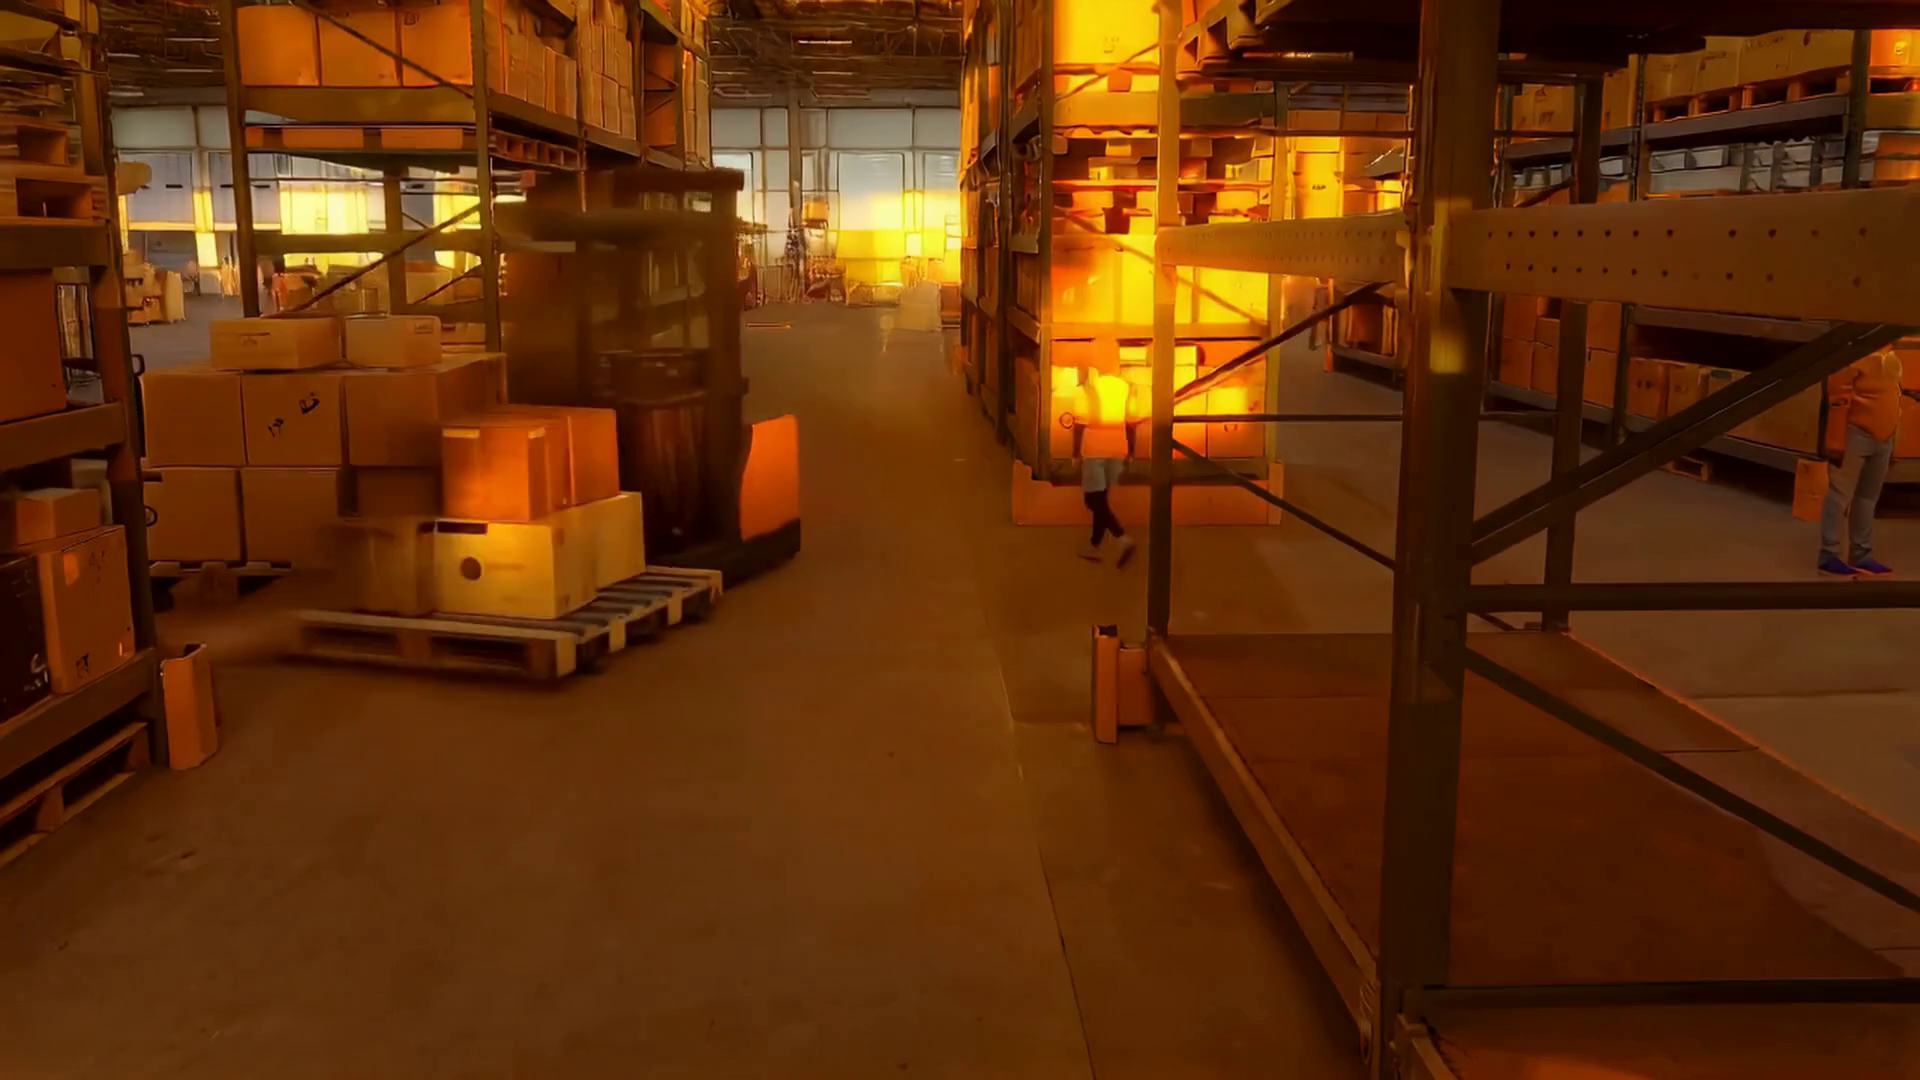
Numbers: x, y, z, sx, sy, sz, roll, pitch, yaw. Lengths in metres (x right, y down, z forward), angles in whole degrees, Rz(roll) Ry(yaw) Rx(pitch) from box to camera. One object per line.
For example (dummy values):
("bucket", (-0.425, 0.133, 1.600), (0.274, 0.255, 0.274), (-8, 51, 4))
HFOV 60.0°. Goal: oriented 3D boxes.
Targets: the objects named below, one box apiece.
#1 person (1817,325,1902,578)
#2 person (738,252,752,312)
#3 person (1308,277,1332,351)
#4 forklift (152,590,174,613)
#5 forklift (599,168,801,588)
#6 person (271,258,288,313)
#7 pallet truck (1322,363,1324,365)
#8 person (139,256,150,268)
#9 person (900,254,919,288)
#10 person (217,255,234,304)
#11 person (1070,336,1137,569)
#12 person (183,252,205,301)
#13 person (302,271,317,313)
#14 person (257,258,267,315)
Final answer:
("person", (6.359, -0.686, 11.690), (0.642, 1.900, 0.400), (-4, 11, -24))
("person", (-7.291, -8.601, 55.374), (0.773, 2.000, 0.703), (4, 11, 19))
("person", (7.822, -4.879, 35.743), (0.874, 1.632, 0.573), (-8, 13, -37))
("forklift", (-5.858, -0.811, 9.639), (1.873, 2.768, 1.129), (-1, 10, -3))
("forklift", (-1.940, -1.136, 11.448), (1.129, 2.768, 1.873), (3, 11, 18))
("person", (-15.719, -5.536, 38.502), (0.361, 1.965, 0.613), (-2, 10, -11))
("pallet truck", (7.712, -4.157, 30.737), (1.885, 1.965, 0.823), (3, 11, 16))
("person", (-29.374, -9.315, 59.936), (0.468, 1.828, 0.656), (-1, 10, -4))
("person", (-1.665, -8.501, 55.108), (0.630, 1.936, 0.366), (-1, 10, -3))
("person", (-27.627, -9.778, 62.550), (0.552, 1.826, 0.770), (-1, 10, -5))
("person", (1.068, -0.625, 11.961), (0.536, 1.670, 0.719), (-7, 12, -34))
("person", (-30.336, -10.385, 65.649), (0.828, 1.926, 0.612), (-1, 10, -5))
("person", (-13.560, -4.705, 34.542), (0.823, 1.739, 0.532), (1, 10, 6))
("person", (-18.483, -6.426, 43.639), (0.549, 1.913, 0.786), (3, 11, 16))
